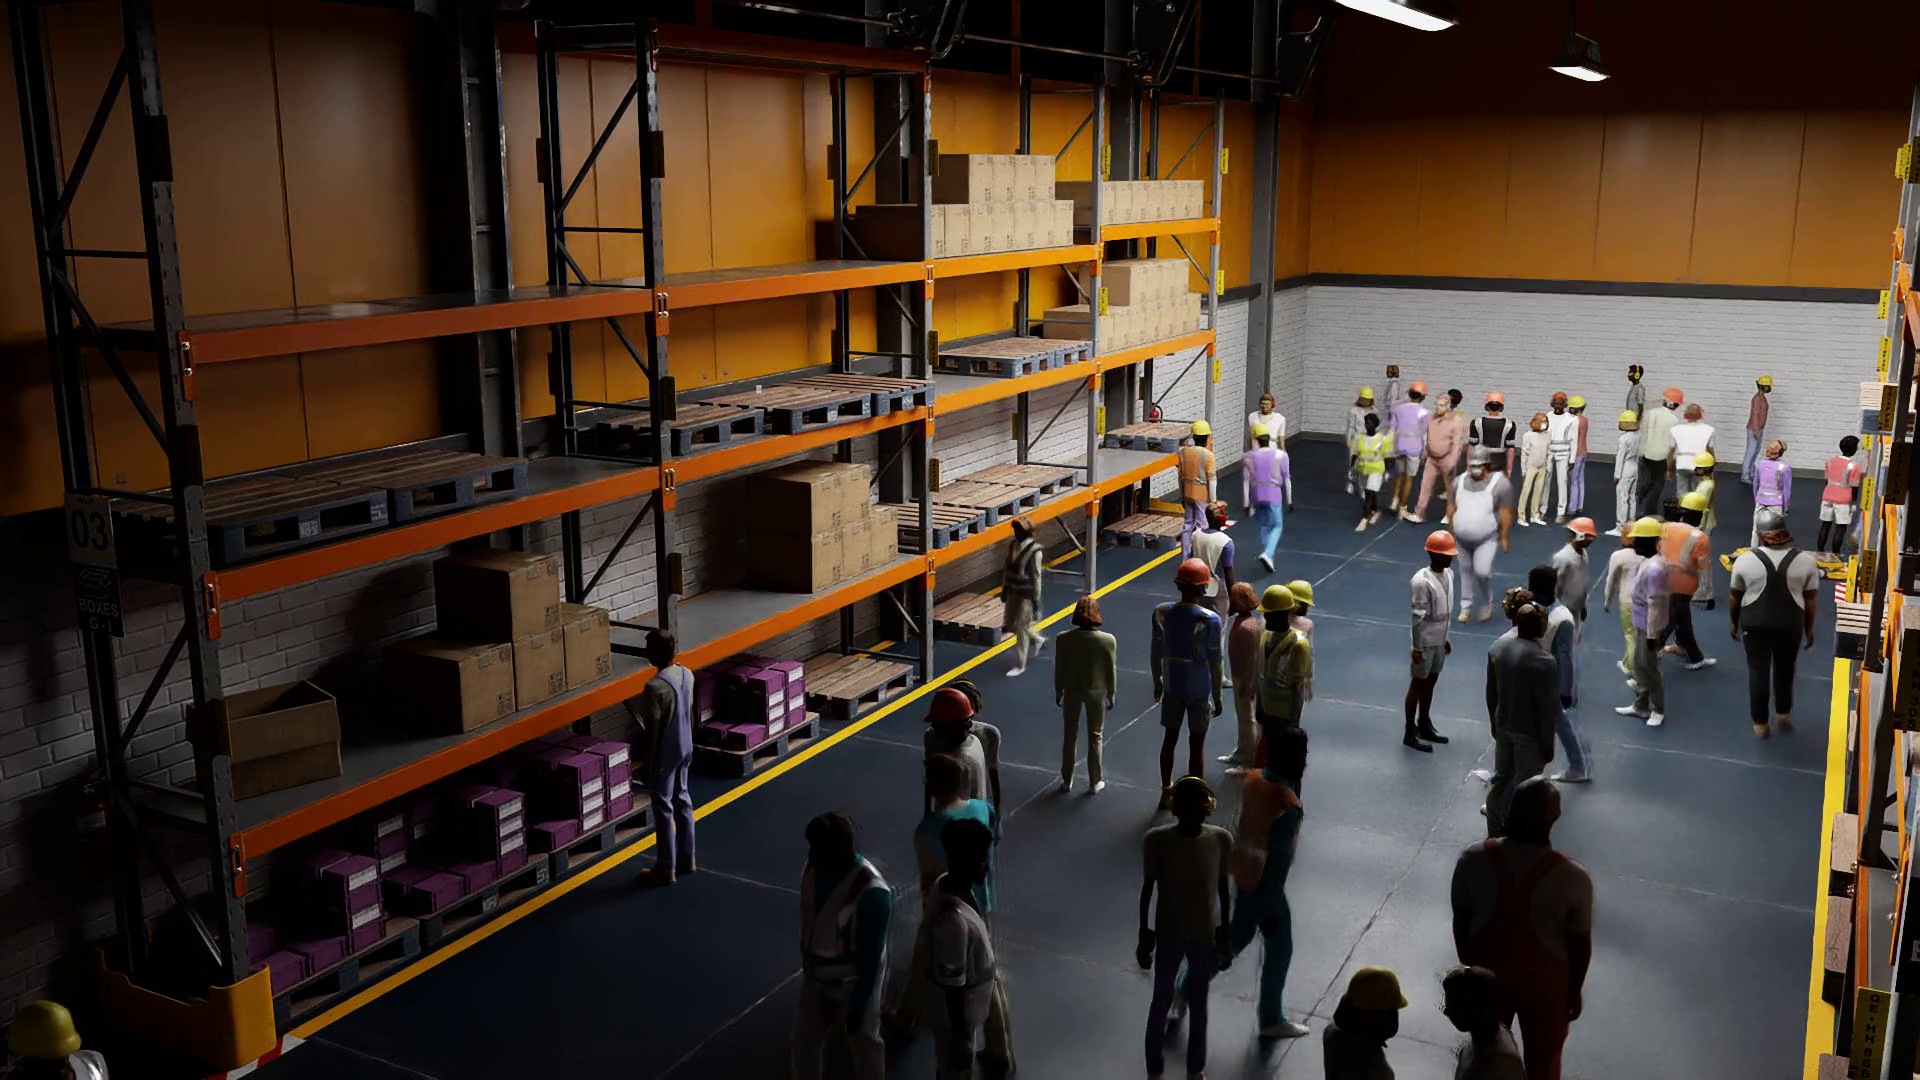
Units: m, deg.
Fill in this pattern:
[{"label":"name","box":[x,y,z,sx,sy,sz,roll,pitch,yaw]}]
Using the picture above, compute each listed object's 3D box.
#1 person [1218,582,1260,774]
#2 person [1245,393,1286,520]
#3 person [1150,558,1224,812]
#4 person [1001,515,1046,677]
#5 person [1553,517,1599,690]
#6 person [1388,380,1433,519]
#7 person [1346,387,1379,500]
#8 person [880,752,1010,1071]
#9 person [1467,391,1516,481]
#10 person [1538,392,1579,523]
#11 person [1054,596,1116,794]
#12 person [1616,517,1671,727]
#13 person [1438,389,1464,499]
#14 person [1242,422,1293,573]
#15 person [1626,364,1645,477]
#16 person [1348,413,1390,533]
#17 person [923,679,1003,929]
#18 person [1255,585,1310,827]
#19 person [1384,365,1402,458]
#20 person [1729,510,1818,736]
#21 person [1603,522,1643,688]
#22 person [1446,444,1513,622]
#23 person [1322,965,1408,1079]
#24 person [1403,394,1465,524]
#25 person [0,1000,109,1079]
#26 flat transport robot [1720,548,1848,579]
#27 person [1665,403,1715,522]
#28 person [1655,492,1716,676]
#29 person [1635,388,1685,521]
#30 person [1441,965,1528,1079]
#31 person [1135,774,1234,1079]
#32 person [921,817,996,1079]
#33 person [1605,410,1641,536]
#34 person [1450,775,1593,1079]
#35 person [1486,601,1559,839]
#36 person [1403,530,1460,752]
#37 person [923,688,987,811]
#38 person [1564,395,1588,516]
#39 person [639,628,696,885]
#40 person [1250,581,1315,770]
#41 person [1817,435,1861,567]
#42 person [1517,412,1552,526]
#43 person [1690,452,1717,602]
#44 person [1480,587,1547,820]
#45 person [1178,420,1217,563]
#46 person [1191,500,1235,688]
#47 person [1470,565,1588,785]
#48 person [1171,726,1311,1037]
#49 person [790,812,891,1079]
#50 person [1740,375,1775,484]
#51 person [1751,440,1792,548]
[{"label":"person","box":[2.348,1.147,13.890,0.285,1.633,0.501,0,13,1]},{"label":"person","box":[4.408,-1.212,24.008,0.573,1.833,0.386,8,15,33]},{"label":"person","box":[1.788,1.139,13.002,0.614,2.042,0.373,9,16,36]},{"label":"person","box":[0.655,0.536,16.628,0.542,1.621,0.528,-9,16,-36]},{"label":"person","box":[5.854,0.629,16.032,0.665,1.713,0.371,-12,17,-43]},{"label":"person","box":[6.500,-1.297,23.969,0.496,2.015,0.608,-12,17,-42]},{"label":"person","box":[6.151,-1.476,25.403,0.514,1.730,0.389,-1,13,-6]},{"label":"person","box":[-0.067,2.073,9.412,0.975,1.789,0.573,12,17,43]},{"label":"person","box":[7.229,-1.013,22.684,0.611,2.030,0.410,3,13,14]},{"label":"person","box":[8.517,-1.185,23.788,0.576,1.880,0.351,9,15,34]},{"label":"person","box":[1.008,1.253,13.442,0.502,1.626,0.291,2,13,10]},{"label":"person","box":[6.253,0.742,15.108,0.476,1.917,0.613,4,13,18]},{"label":"person","box":[7.526,-1.465,25.442,0.320,1.698,0.531,7,14,28]},{"label":"person","box":[3.802,-0.504,20.695,0.648,1.892,0.615,5,14,23]},{"label":"person","box":[10.968,-1.928,27.127,0.324,1.873,0.520,2,13,9]},{"label":"person","box":[5.771,-0.978,23.370,0.541,1.651,0.875,11,16,40]},{"label":"person","box":[0.016,1.773,10.584,0.509,1.863,0.326,0,13,-1]},{"label":"person","box":[2.424,1.274,12.695,0.395,1.919,0.581,-5,14,-23]},{"label":"person","box":[7.572,-2.254,29.134,0.317,1.629,0.509,2,13,8]},{"label":"person","box":[7.277,0.703,14.961,0.705,2.000,0.824,5,13,21]},{"label":"person","box":[6.608,0.611,16.364,0.511,1.587,0.794,0,13,-1]},{"label":"person","box":[5.704,-0.072,18.430,0.715,2.000,0.536,11,16,39]},{"label":"person","box":[1.701,2.618,7.090,0.333,1.734,0.488,-4,13,-16]},{"label":"person","box":[6.732,-1.114,23.468,0.958,1.861,0.662,-10,16,-37]},{"label":"person","box":[-3.587,2.673,6.637,0.403,1.824,0.593,6,14,26]},{"label":"flat transport robot","box":[10.360,0.281,20.847,1.431,0.197,0.652,4,13,15]},{"label":"person","box":[10.057,-0.961,22.912,0.621,1.821,0.453,5,13,20]},{"label":"person","box":[7.176,0.446,16.501,1.016,1.871,0.608,-4,13,-16]},{"label":"person","box":[9.997,-1.211,23.751,0.473,1.954,0.635,-3,13,-12]},{"label":"person","box":[2.197,2.636,6.804,0.524,1.822,0.728,2,13,11]},{"label":"person","box":[1.209,2.138,8.933,0.533,1.865,0.310,-1,13,-2]},{"label":"person","box":[-0.006,2.275,8.091,0.361,1.963,0.614,-1,13,-3]},{"label":"person","box":[9.160,-0.923,22.932,0.485,1.737,0.321,-11,17,-40]},{"label":"person","box":[2.854,2.158,8.445,0.684,2.000,0.536,9,15,34]},{"label":"person","box":[4.096,1.389,12.119,0.360,1.938,0.635,-6,14,-25]},{"label":"person","box":[4.124,0.860,14.489,0.547,1.938,0.377,-12,17,-42]},{"label":"person","box":[-0.030,1.830,10.176,0.386,1.929,0.543,2,13,9]},{"label":"person","box":[8.962,-1.230,24.254,0.334,1.761,0.529,11,17,41]},{"label":"person","box":[-2.071,1.521,11.776,0.357,1.835,0.516,6,14,24]},{"label":"person","box":[2.626,1.178,13.491,0.551,1.736,0.449,-6,14,-25]},{"label":"person","box":[11.174,-0.494,21.119,0.324,1.688,0.531,-4,13,-18]},{"label":"person","box":[8.139,-1.002,23.532,0.502,1.627,0.283,-5,13,-21]},{"label":"person","box":[8.648,-0.153,19.430,0.341,1.760,0.525,7,14,28]},{"label":"person","box":[4.299,1.264,12.889,0.507,1.847,0.351,-10,16,-38]},{"label":"person","box":[2.976,-0.541,20.780,0.361,1.930,0.587,-11,16,-39]},{"label":"person","box":[2.450,0.530,16.168,0.390,1.850,0.565,-8,15,-33]},{"label":"person","box":[4.719,1.111,13.553,1.050,1.854,0.596,-1,13,-4]},{"label":"person","box":[1.632,1.989,9.593,0.776,1.882,0.629,-2,13,-10]},{"label":"person","box":[-0.684,2.272,8.427,0.725,1.816,0.635,-12,17,-43]},{"label":"person","box":[12.822,-1.774,26.702,0.339,1.760,0.531,10,16,38]},{"label":"person","box":[10.257,-0.452,21.039,0.307,1.641,0.514,-7,14,-29]}]
